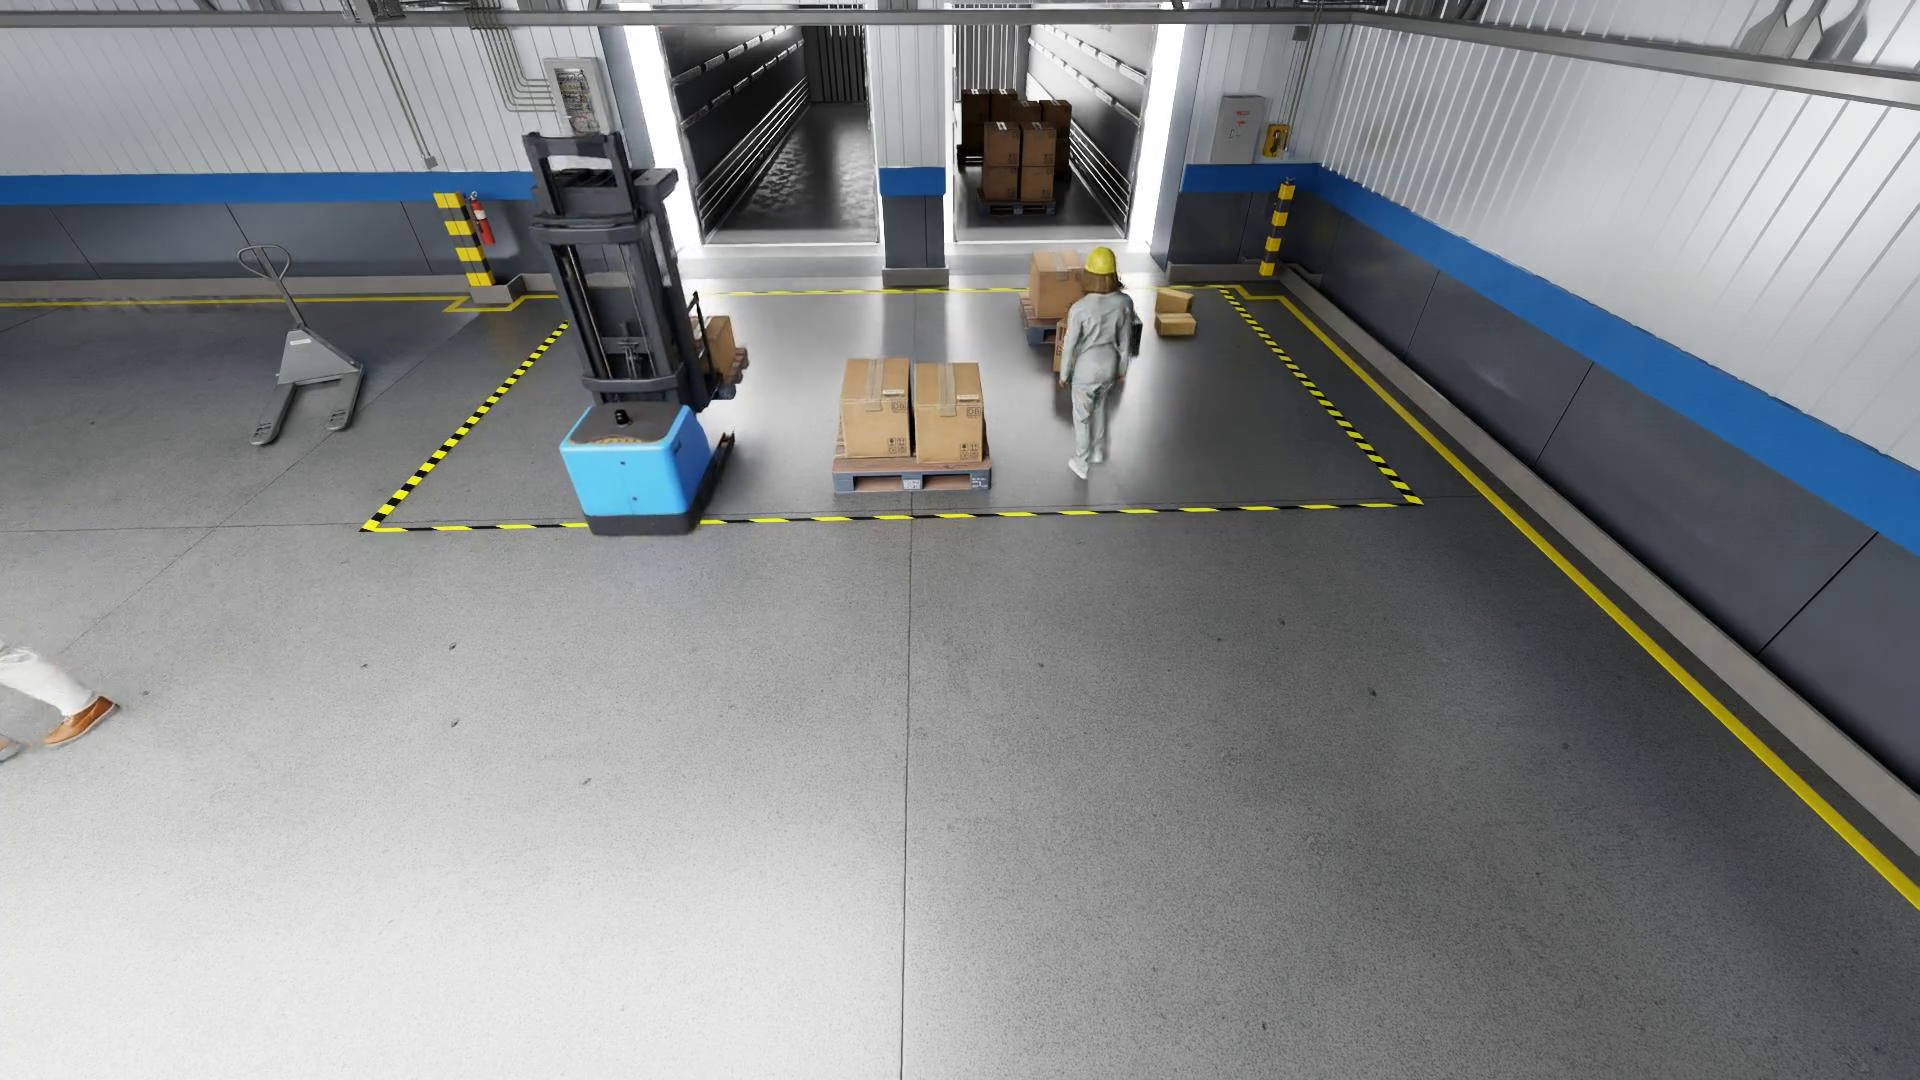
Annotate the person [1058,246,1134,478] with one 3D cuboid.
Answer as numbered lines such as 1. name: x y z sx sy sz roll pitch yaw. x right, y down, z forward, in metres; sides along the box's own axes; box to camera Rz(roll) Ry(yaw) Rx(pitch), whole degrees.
1. person: 0.954 -1.256 5.363 0.498 1.727 0.364 -12 40 -15

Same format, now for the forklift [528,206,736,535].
1. forklift: -2.246 -1.065 4.878 0.716 2.013 0.776 -1 38 -1

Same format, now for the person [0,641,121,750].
1. person: -4.776 0.388 3.146 0.615 1.912 0.790 14 41 17

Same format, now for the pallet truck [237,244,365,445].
1. pallet truck: -5.915 -1.733 6.366 0.680 1.201 1.601 -18 42 -21
